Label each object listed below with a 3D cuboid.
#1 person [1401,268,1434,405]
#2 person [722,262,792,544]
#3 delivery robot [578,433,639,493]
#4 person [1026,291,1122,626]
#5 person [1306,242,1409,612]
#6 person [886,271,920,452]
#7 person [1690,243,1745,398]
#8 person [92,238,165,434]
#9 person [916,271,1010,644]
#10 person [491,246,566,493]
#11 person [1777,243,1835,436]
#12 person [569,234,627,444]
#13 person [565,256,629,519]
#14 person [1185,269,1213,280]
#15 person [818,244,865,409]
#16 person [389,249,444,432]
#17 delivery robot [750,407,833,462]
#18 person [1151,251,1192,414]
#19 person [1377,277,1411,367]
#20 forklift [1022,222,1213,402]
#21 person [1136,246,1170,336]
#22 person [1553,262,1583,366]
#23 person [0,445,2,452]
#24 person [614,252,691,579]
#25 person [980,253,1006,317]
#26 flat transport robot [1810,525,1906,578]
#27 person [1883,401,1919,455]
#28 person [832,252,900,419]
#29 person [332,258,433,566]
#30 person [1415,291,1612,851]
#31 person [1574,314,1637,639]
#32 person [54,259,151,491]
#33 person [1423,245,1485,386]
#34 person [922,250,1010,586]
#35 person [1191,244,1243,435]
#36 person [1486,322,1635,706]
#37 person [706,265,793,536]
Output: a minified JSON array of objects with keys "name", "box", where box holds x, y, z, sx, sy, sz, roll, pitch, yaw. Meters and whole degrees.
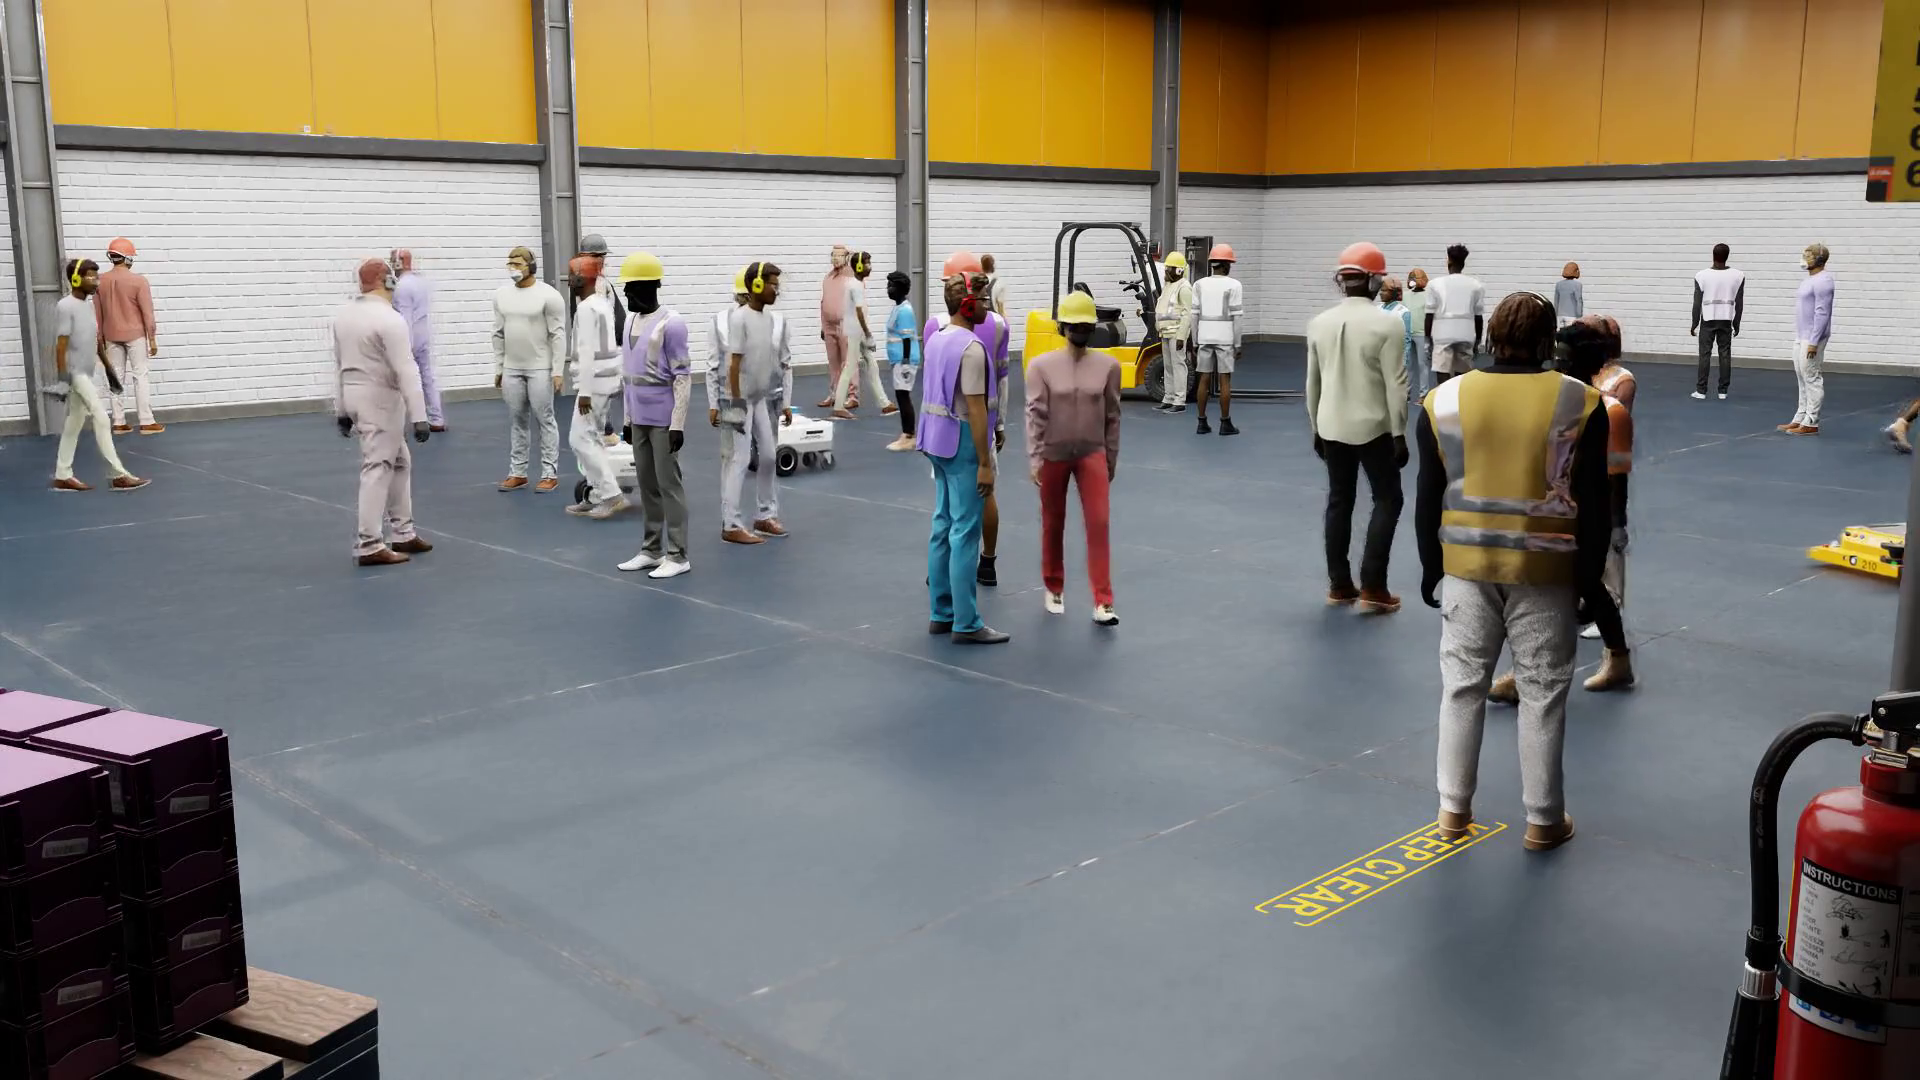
[{"name":"person","box":[5.458,-2.431,19.909,0.274,1.632,0.503,-8,13,-38]},{"name":"person","box":[-1.376,-0.901,10.969,0.370,1.853,0.647,4,11,21]},{"name":"delivery robot","box":[-2.466,-0.555,12.368,0.707,0.478,0.477,-1,10,-5]},{"name":"person","box":[0.601,-0.409,8.642,0.531,1.730,0.865,-1,10,-6]},{"name":"person","box":[2.150,-0.598,8.961,0.448,1.984,0.660,-9,14,-40]},{"name":"person","box":[-0.544,-1.677,15.652,0.331,1.690,0.538,-1,10,-6]},{"name":"person","box":[9.390,-2.710,20.649,0.591,1.922,0.392,2,11,10]},{"name":"person","box":[-8.486,-2.070,16.956,0.617,1.993,0.396,1,10,4]},{"name":"person","box":[-0.008,-0.406,8.283,0.388,1.847,0.563,-5,11,-24]},{"name":"person","box":[-3.395,-1.335,13.103,0.627,1.940,0.376,3,11,18]},{"name":"person","box":[8.614,-2.025,16.866,0.372,1.940,0.630,2,11,13]},{"name":"person","box":[-3.507,-1.958,16.222,0.538,2.000,0.683,-6,12,-31]},{"name":"person","box":[-2.648,-1.081,11.876,0.429,1.875,0.641,0,10,-1]},{"name":"person","box":[3.700,-3.413,24.830,0.980,1.787,0.655,-7,13,-34]},{"name":"person","box":[-1.413,-2.496,19.506,0.651,1.911,0.409,9,14,41]},{"name":"person","box":[-5.753,-2.024,17.028,0.914,1.865,0.681,0,10,2]},{"name":"delivery robot","box":[-1.439,-0.900,14.249,0.707,0.478,0.477,-9,14,-40]},{"name":"person","box":[2.425,-2.357,18.954,0.404,1.837,0.590,-3,11,-16]},{"name":"person","box":[3.981,-1.619,15.463,0.315,1.641,0.515,-5,12,-26]},{"name":"forklift","box":[1.935,-2.847,20.651,2.313,2.155,1.214,2,11,13]},{"name":"person","box":[2.999,-3.621,25.716,0.584,1.882,0.337,-4,11,-20]},{"name":"person","box":[8.917,-3.251,24.373,0.274,1.636,0.507,-5,12,-26]},{"name":"person","box":[-8.132,-1.405,13.548,0.640,1.926,0.526,4,11,19]},{"name":"person","box":[-1.832,-0.733,9.852,0.382,1.924,0.594,-10,14,-42]},{"name":"person","box":[0.286,-2.627,20.542,0.568,1.805,0.877,-1,10,-5]},{"name":"flat transport robot","box":[6.021,0.041,10.150,1.431,0.197,0.652,-3,11,-17]},{"name":"person","box":[9.046,-1.743,15.180,0.950,2.003,0.604,0,10,2]},{"name":"person","box":[-1.004,-2.234,18.298,0.894,1.832,0.524,0,10,0]},{"name":"person","box":[-3.527,-0.798,10.348,0.720,1.870,0.738,10,14,42]},{"name":"person","box":[1.824,0.105,5.513,0.619,1.845,0.430,6,12,28]},{"name":"person","box":[3.208,-0.321,8.420,0.318,1.631,0.516,-3,11,-16]},{"name":"person","box":[-6.817,-1.290,13.145,0.874,1.827,0.551,-1,10,-8]},{"name":"person","box":[5.030,-2.036,17.000,0.610,1.921,0.668,0,10,1]},{"name":"person","box":[0.015,-0.677,9.518,0.552,1.937,0.356,-6,12,-31]},{"name":"person","box":[2.619,-2.031,16.909,0.548,1.934,0.374,7,12,32]},{"name":"person","box":[2.646,-0.112,7.214,0.889,1.650,0.535,-3,11,-14]},{"name":"person","box":[-1.413,-0.932,11.223,0.586,1.823,0.403,-3,11,-14]}]
